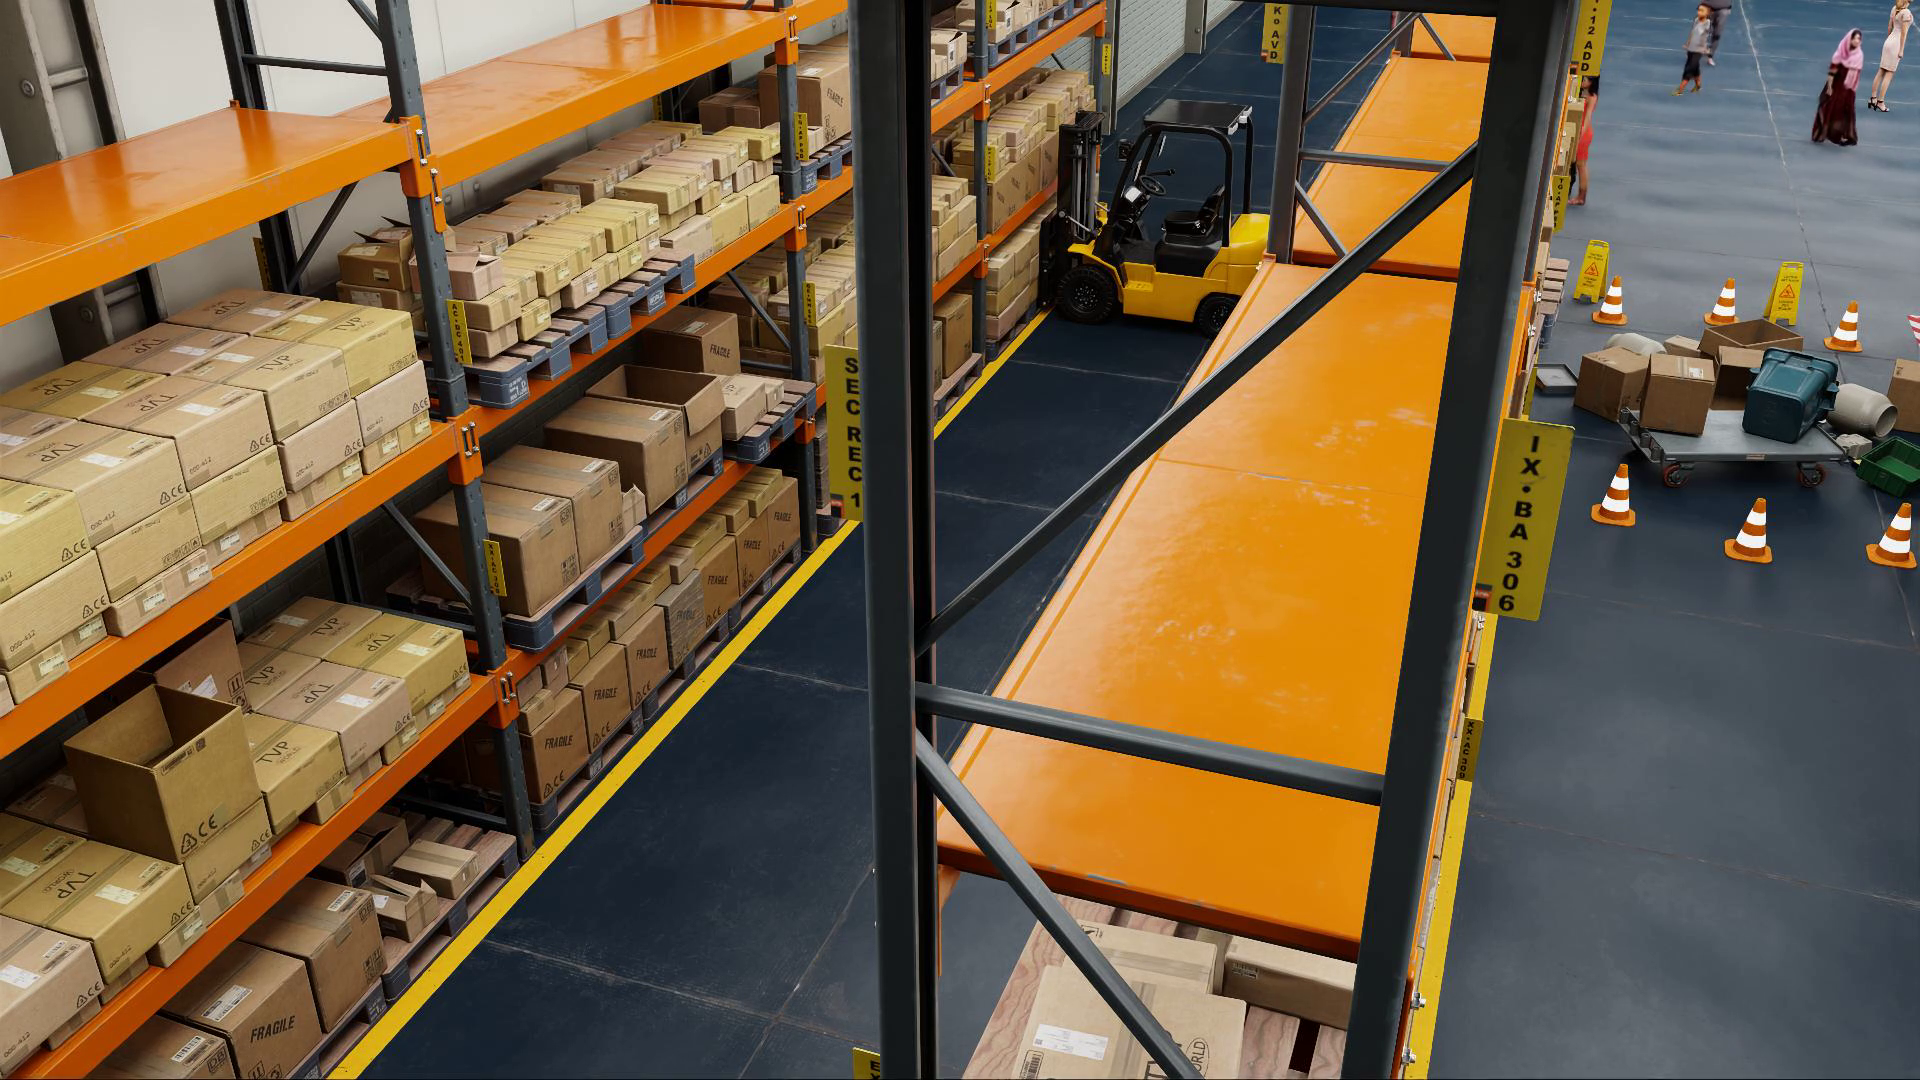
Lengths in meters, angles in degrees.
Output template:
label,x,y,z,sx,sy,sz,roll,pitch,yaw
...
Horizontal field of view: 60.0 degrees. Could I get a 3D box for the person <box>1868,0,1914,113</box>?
label,x,y,z,sx,sy,sz,roll,pitch,yaw
person,14.137,-7.452,25.213,0.702,1.830,0.563,-1,28,-2

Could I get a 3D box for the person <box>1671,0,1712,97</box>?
label,x,y,z,sx,sy,sz,roll,pitch,yaw
person,11.701,-7.811,26.324,1.063,1.420,0.962,-16,32,-27

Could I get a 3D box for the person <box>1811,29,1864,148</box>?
label,x,y,z,sx,sy,sz,roll,pitch,yaw
person,12.355,-6.374,23.436,0.894,1.598,1.124,-2,28,-3

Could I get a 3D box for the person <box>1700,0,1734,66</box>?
label,x,y,z,sx,sy,sz,roll,pitch,yaw
person,12.786,-9.002,28.150,0.823,1.805,1.047,5,28,9
